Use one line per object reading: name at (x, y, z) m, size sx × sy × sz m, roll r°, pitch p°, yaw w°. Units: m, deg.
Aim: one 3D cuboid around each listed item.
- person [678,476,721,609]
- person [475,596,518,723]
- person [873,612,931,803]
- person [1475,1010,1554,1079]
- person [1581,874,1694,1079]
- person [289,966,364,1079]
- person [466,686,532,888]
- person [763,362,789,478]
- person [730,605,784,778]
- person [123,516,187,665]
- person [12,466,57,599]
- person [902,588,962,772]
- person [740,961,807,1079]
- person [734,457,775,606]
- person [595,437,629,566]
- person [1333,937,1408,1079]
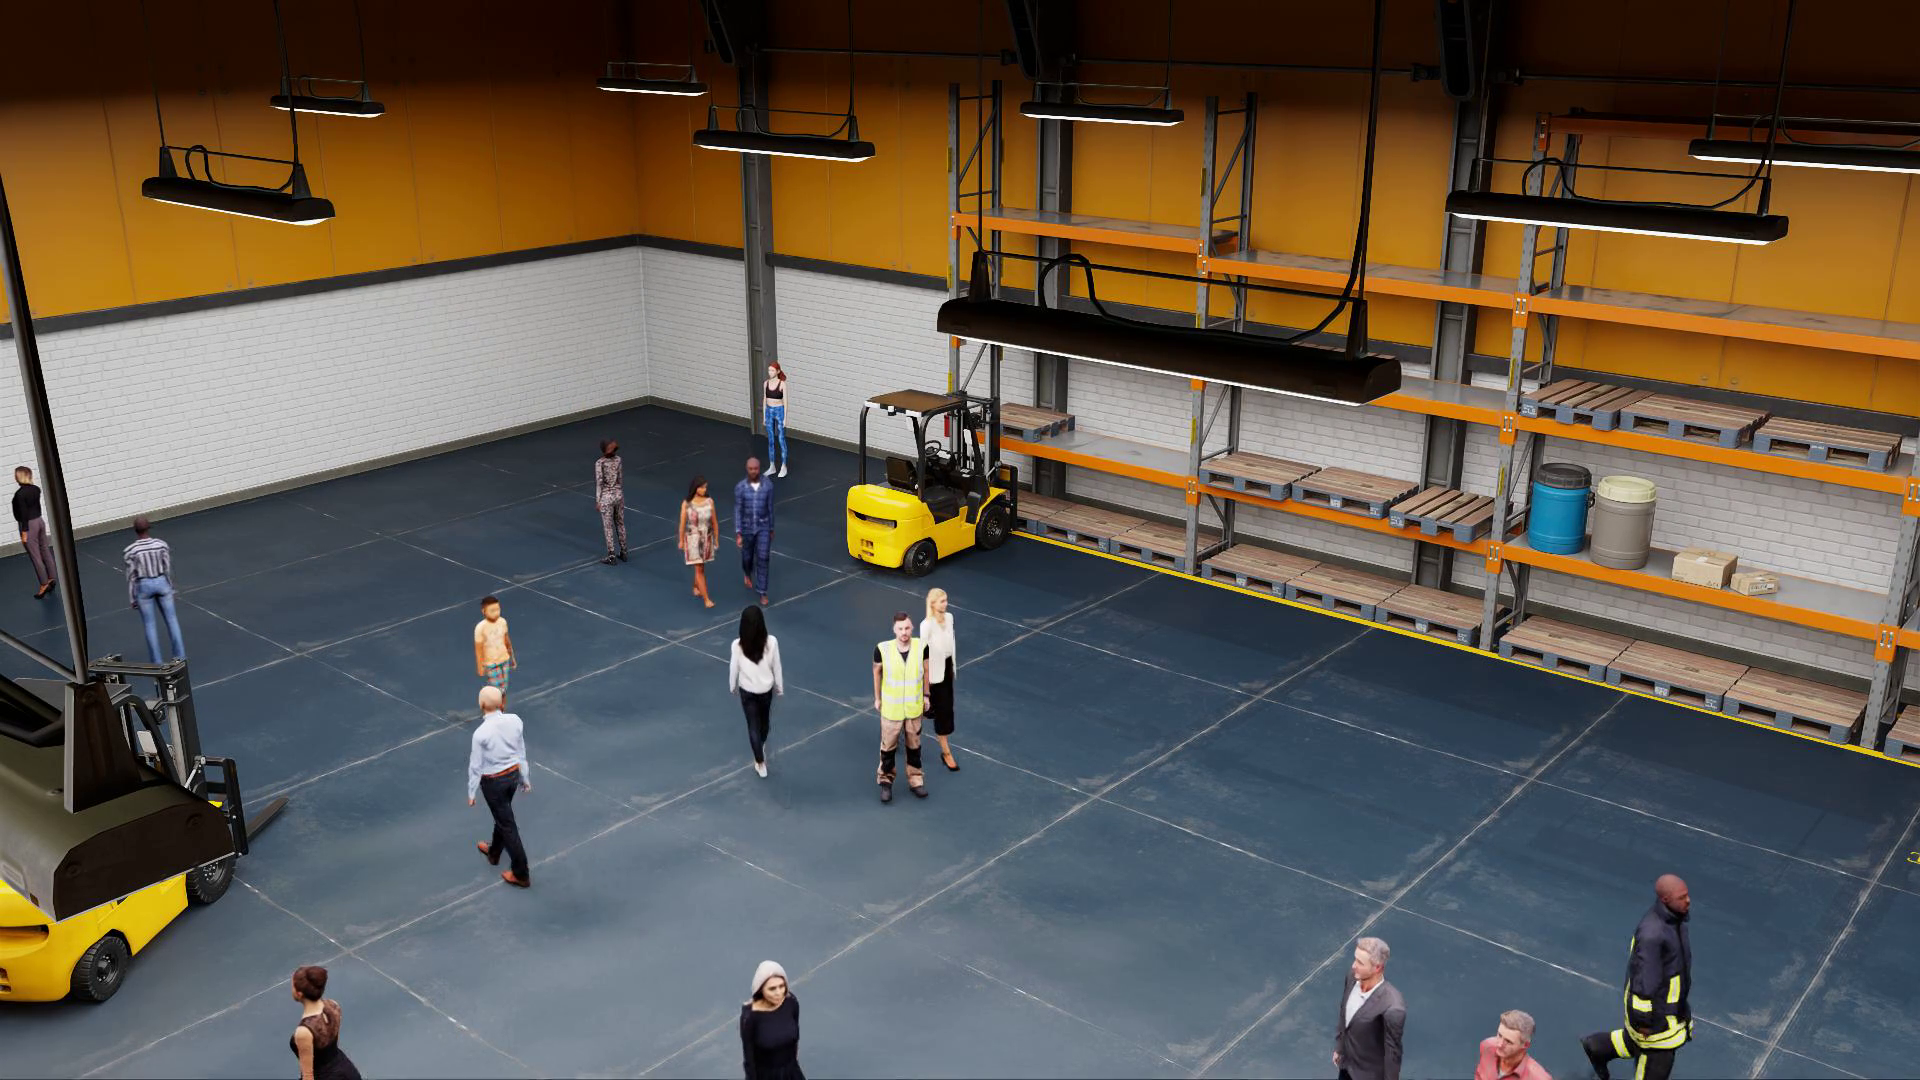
person at (-3.210, 0.000, 20.364) m, size 0.934 × 1.590 × 1.216 m, roll -9°, pitch 21°, yaw -25°
person at (-4.767, 1.240, 16.901) m, size 0.593 × 1.451 × 0.567 m, roll 12°, pitch 22°, yaw 31°
person at (-0.535, 1.522, 15.444) m, size 0.854 × 1.846 × 0.904 m, roll -4°, pitch 19°, yaw -13°
person at (3.218, 3.486, 9.665) m, size 0.873 × 1.813 × 0.765 m, roll -9°, pitch 21°, yaw -26°
person at (4.549, 3.012, 11.082) m, size 0.955 × 1.806 × 0.728 m, roll 16°, pitch 24°, yaw 39°
person at (-3.837, 3.375, 10.234) m, size 0.925 × 1.659 × 0.780 m, roll 5°, pitch 19°, yaw 15°
person at (-3.773, 2.088, 13.885) m, size 1.019 × 1.768 × 0.715 m, roll 12°, pitch 22°, yaw 33°
person at (-2.836, -1.861, 25.583) m, size 0.615 × 1.785 × 0.701 m, roll 7°, pitch 20°, yaw 20°
person at (-1.930, 1.467, 15.878) m, size 0.946 × 1.673 × 1.093 m, roll -6°, pitch 20°, yaw -17°
person at (-8.861, 0.601, 18.267) m, size 0.652 × 1.791 × 0.604 m, roll -15°, pitch 24°, yaw -37°
person at (-11.449, -0.109, 20.561) m, size 0.731 × 1.671 × 0.685 m, roll 0°, pitch 19°, yaw -1°
person at (-0.274, 1.326, 16.032) m, size 1.006 × 1.842 × 0.651 m, roll 14°, pitch 23°, yaw 35°
person at (-1.195, 3.335, 10.247) m, size 0.766 × 1.727 × 0.914 m, roll -11°, pitch 21°, yaw -29°
person at (-2.553, -0.158, 20.534) m, size 1.105 × 1.782 × 1.255 m, roll -4°, pitch 19°, yaw -12°
person at (-4.557, -0.522, 21.722) m, size 0.553 × 1.714 × 0.563 m, roll 15°, pitch 24°, yaw 38°
person at (2.585, 3.258, 10.350) m, size 1.110 × 1.808 × 1.127 m, roll -6°, pitch 20°, yaw -17°
